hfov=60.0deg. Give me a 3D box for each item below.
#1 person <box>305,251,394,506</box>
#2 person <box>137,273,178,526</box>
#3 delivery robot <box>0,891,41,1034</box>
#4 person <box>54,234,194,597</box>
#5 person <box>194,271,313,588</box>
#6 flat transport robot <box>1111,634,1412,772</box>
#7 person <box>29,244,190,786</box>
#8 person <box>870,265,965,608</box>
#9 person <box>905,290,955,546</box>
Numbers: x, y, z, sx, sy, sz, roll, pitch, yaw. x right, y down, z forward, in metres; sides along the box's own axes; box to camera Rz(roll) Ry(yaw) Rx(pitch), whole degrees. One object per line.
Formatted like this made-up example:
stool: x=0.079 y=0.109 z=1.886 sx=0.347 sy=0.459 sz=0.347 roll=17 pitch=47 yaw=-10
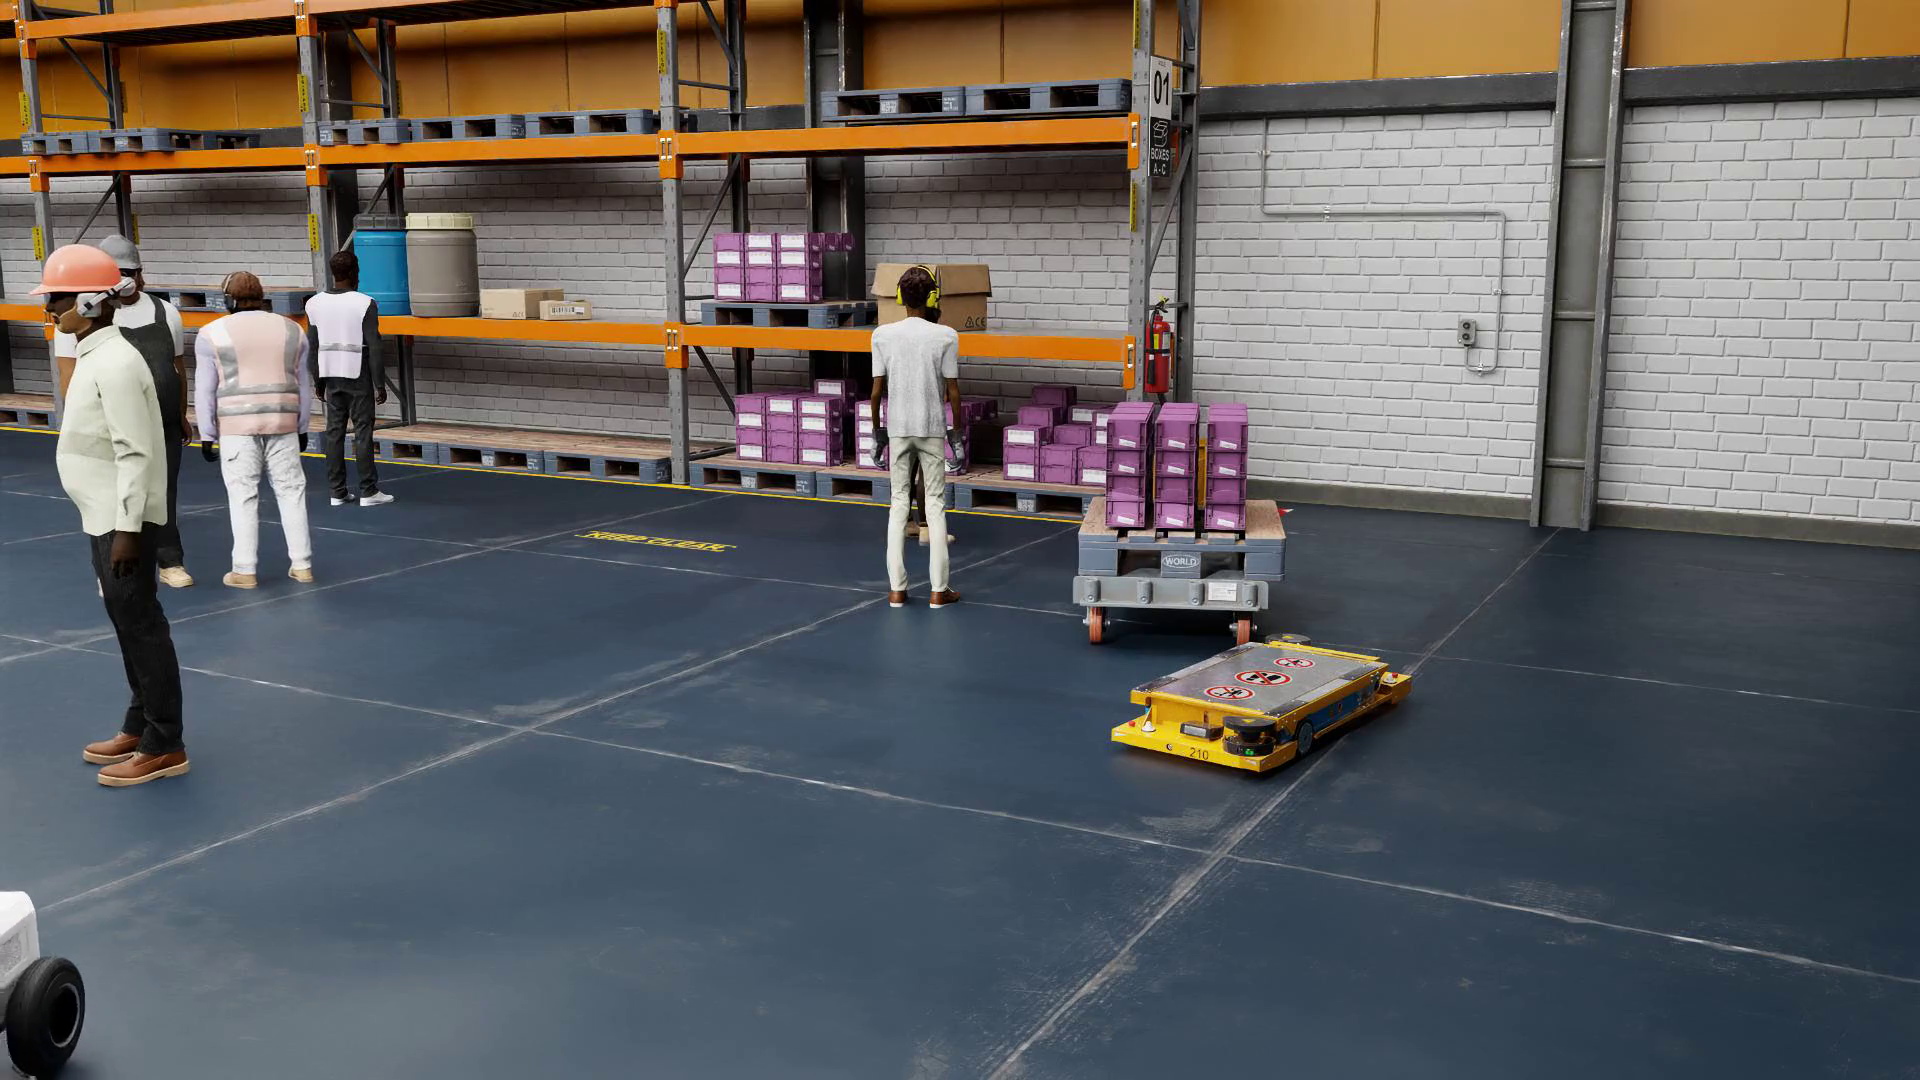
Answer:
person: x=-4.616 y=-1.209 z=12.537 sx=0.597 sy=1.916 sz=0.370 roll=2 pitch=11 yaw=13
person: x=-5.642 y=-0.975 z=11.350 sx=0.356 sy=1.884 sz=0.574 roll=-1 pitch=10 yaw=-5
delivery robot: x=-2.414 y=1.026 z=3.767 sx=0.477 sy=0.478 sz=0.707 roll=0 pitch=10 yaw=-2
person: x=-4.687 y=-0.705 z=9.439 sx=0.688 sy=2.000 sz=0.536 roll=-10 pitch=14 yaw=-44
person: x=-4.097 y=-0.636 z=9.670 sx=0.644 sy=1.833 sz=0.431 roll=-8 pitch=13 yaw=-37
flat transport robot: x=1.285 y=0.644 z=6.894 sx=0.652 sy=0.197 sz=1.431 roll=8 pitch=13 yaw=37
person: x=-3.151 y=-0.088 z=6.179 sx=0.396 sy=1.993 sz=0.618 roll=-7 pitch=12 yaw=-33
person: x=-0.233 y=-0.557 z=9.097 sx=0.532 sy=1.868 sz=0.310 roll=2 pitch=11 yaw=10
person: x=-0.242 y=-0.814 z=10.976 sx=0.315 sy=1.696 sz=0.541 roll=-6 pitch=12 yaw=-31
